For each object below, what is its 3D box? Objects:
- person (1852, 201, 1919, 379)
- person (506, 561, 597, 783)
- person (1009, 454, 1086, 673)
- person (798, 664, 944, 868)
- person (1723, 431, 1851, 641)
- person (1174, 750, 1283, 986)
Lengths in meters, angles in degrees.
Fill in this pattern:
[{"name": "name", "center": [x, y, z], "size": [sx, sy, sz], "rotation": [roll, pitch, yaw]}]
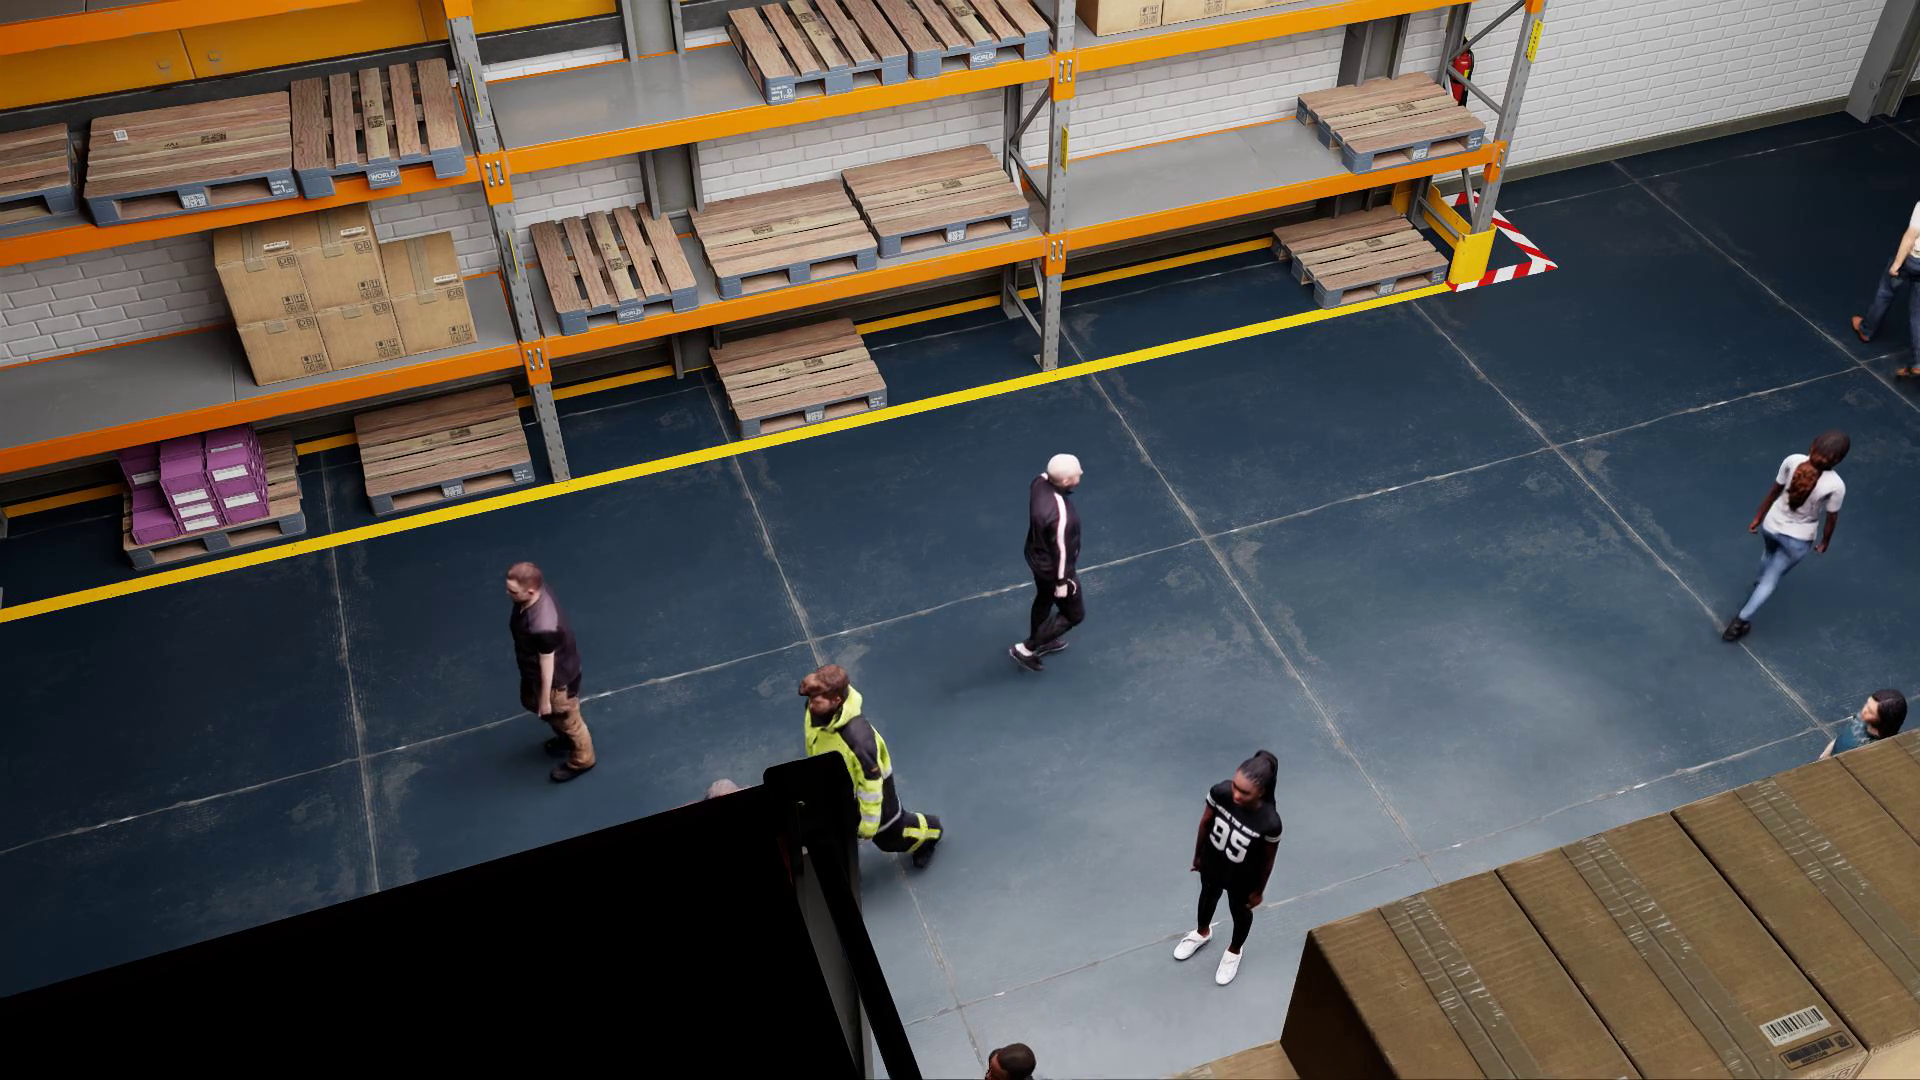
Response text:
[{"name": "person", "center": [7.588, -2.117, 13.057], "size": [1.254, 1.818, 1.009], "rotation": [-1, 44, -1]}, {"name": "person", "center": [-2.384, 0.756, 10.035], "size": [0.614, 1.828, 0.694], "rotation": [-16, 46, -16]}, {"name": "person", "center": [0.501, 0.185, 10.642], "size": [0.727, 1.816, 0.727], "rotation": [-11, 45, -11]}, {"name": "person", "center": [-0.522, 1.354, 9.330], "size": [1.130, 1.936, 1.378], "rotation": [35, 53, 31]}, {"name": "person", "center": [5.388, 0.002, 10.926], "size": [1.051, 1.690, 0.783], "rotation": [-29, 51, -27]}, {"name": "person", "center": [1.481, 1.775, 9.037], "size": [0.713, 1.729, 0.741], "rotation": [29, 51, 27]}]
